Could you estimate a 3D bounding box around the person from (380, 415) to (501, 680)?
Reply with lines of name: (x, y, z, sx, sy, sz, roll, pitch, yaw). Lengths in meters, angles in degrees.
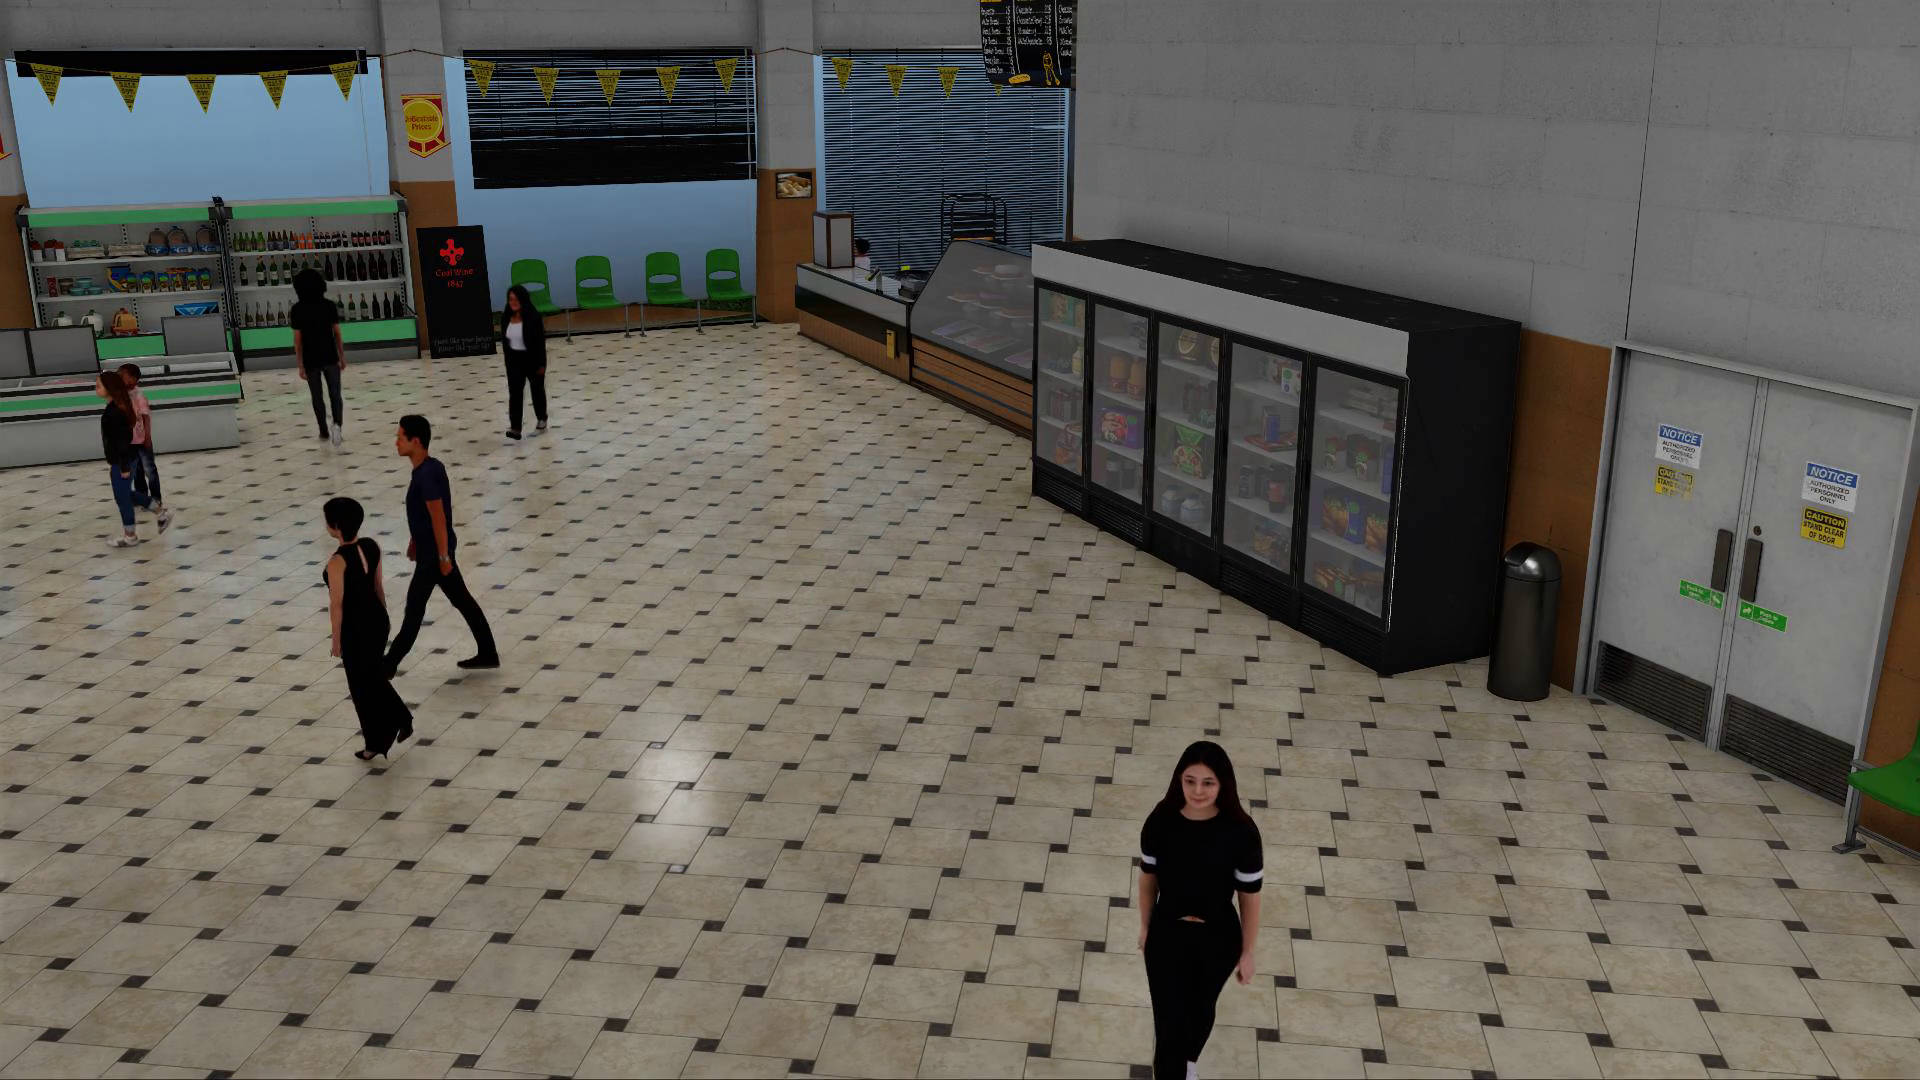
person: (-3.308, 0.076, 10.776, 1.156, 1.739, 0.786, -5, 18, -16)

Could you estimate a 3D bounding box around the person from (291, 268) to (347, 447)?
person: (-6.511, -1.842, 16.969, 0.981, 1.811, 0.712, -8, 19, -24)

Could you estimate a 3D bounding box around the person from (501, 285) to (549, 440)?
person: (-4.521, -1.867, 17.458, 1.138, 1.574, 1.047, 1, 17, 4)

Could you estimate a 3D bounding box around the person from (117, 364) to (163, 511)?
person: (-7.328, -0.926, 14.817, 0.580, 1.307, 0.628, 8, 18, 23)

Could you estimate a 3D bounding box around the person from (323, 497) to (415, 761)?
person: (-3.351, 0.532, 9.529, 0.781, 1.590, 0.724, 5, 18, 17)

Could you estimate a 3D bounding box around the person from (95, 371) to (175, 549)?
person: (-6.818, -0.670, 13.692, 0.762, 1.472, 0.595, -6, 18, -19)

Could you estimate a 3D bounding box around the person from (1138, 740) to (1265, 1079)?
person: (0.909, 1.488, 6.354, 1.052, 1.606, 1.036, 3, 17, 11)

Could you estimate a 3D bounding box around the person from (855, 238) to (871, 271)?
person: (-1.430, -3.774, 24.271, 0.625, 1.265, 0.544, 15, 22, 40)
